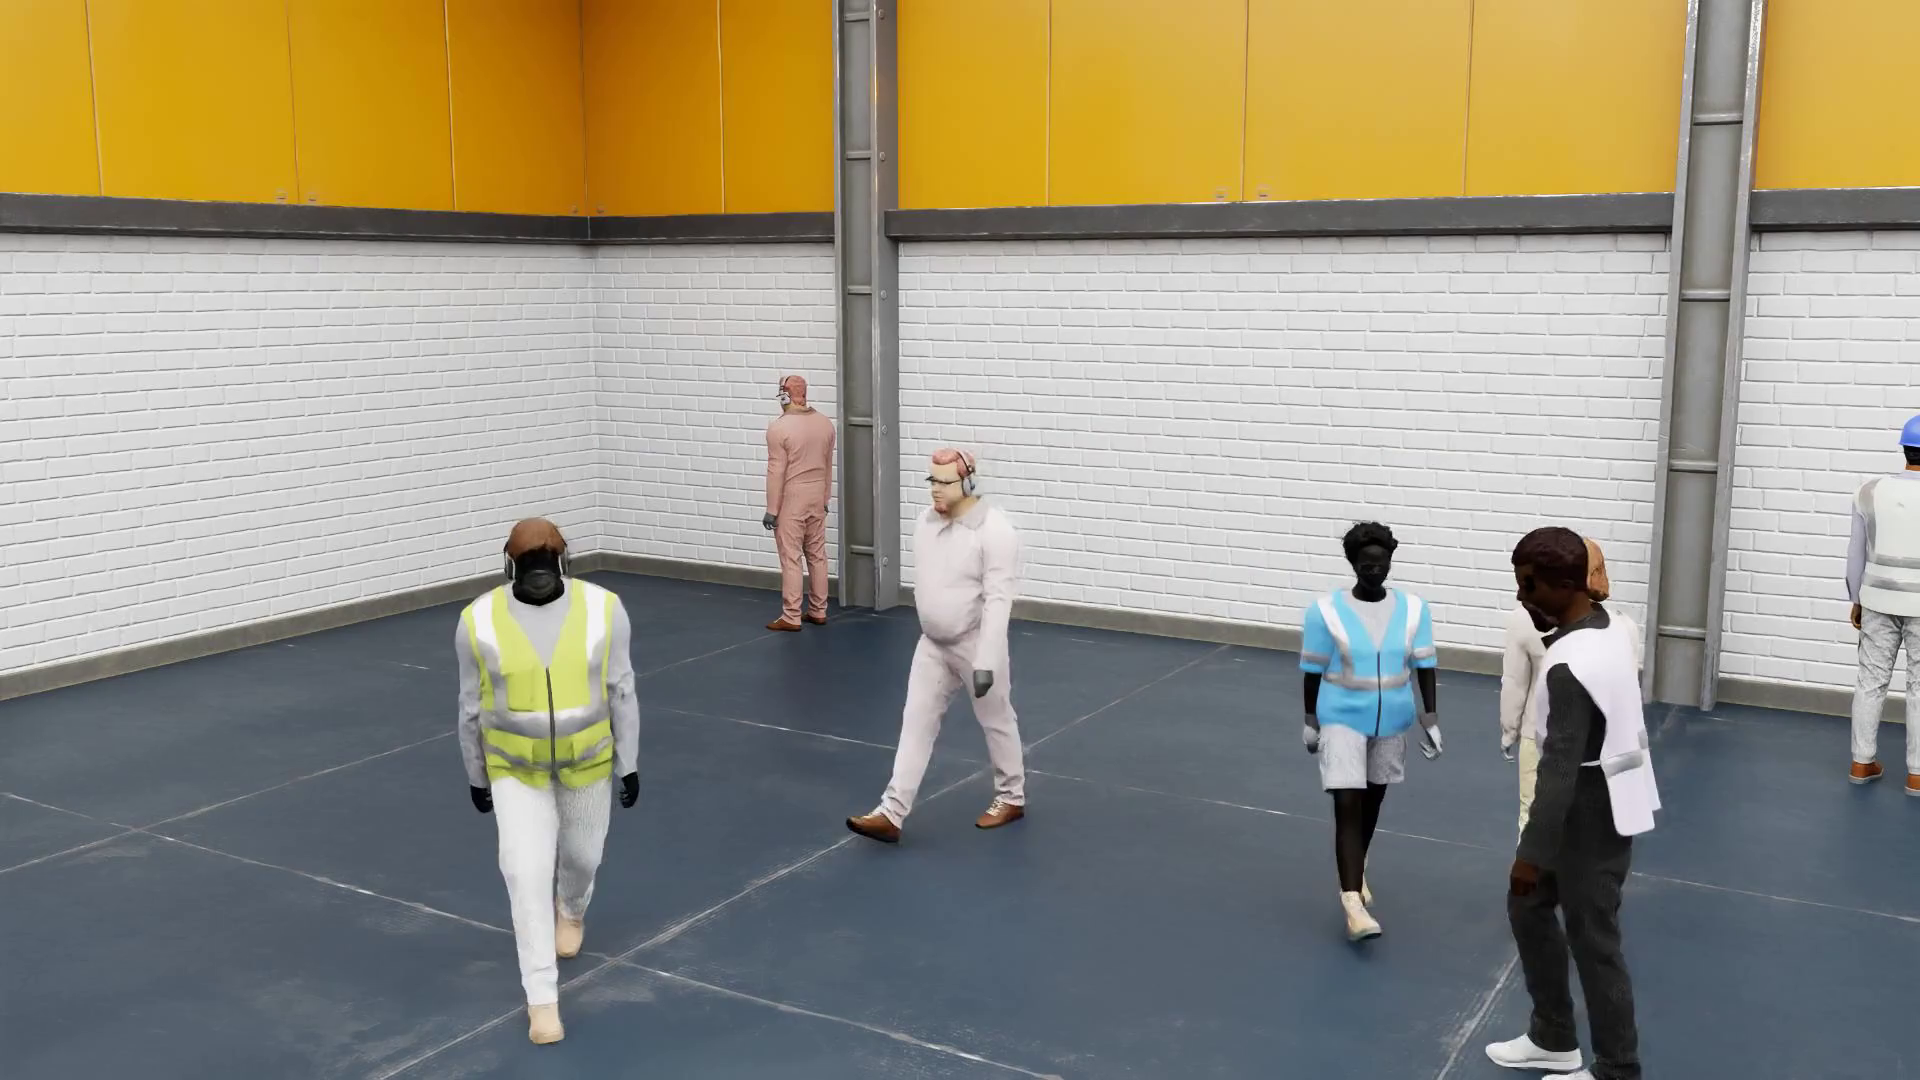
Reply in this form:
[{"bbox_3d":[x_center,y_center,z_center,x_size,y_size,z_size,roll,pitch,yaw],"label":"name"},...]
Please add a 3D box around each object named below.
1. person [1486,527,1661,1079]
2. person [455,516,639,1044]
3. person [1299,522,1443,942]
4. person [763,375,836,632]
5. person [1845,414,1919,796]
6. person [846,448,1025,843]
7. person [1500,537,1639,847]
[{"bbox_3d":[1.895,0.879,5.239,0.662,1.873,0.680,5,10,26],"label":"person"},{"bbox_3d":[-1.490,0.790,6.034,0.622,1.813,0.896,-3,10,-18],"label":"person"},{"bbox_3d":[1.662,0.760,6.675,0.538,1.655,0.848,-1,9,-6],"label":"person"},{"bbox_3d":[-1.220,-0.272,12.355,0.409,1.904,0.640,7,12,39],"label":"person"},{"bbox_3d":[4.834,0.326,8.476,0.389,1.948,0.608,-7,11,-37],"label":"person"},{"bbox_3d":[-0.050,0.498,7.707,0.659,1.843,1.009,9,12,43],"label":"person"},{"bbox_3d":[2.375,0.797,6.513,0.509,1.631,0.266,5,10,28],"label":"person"}]
